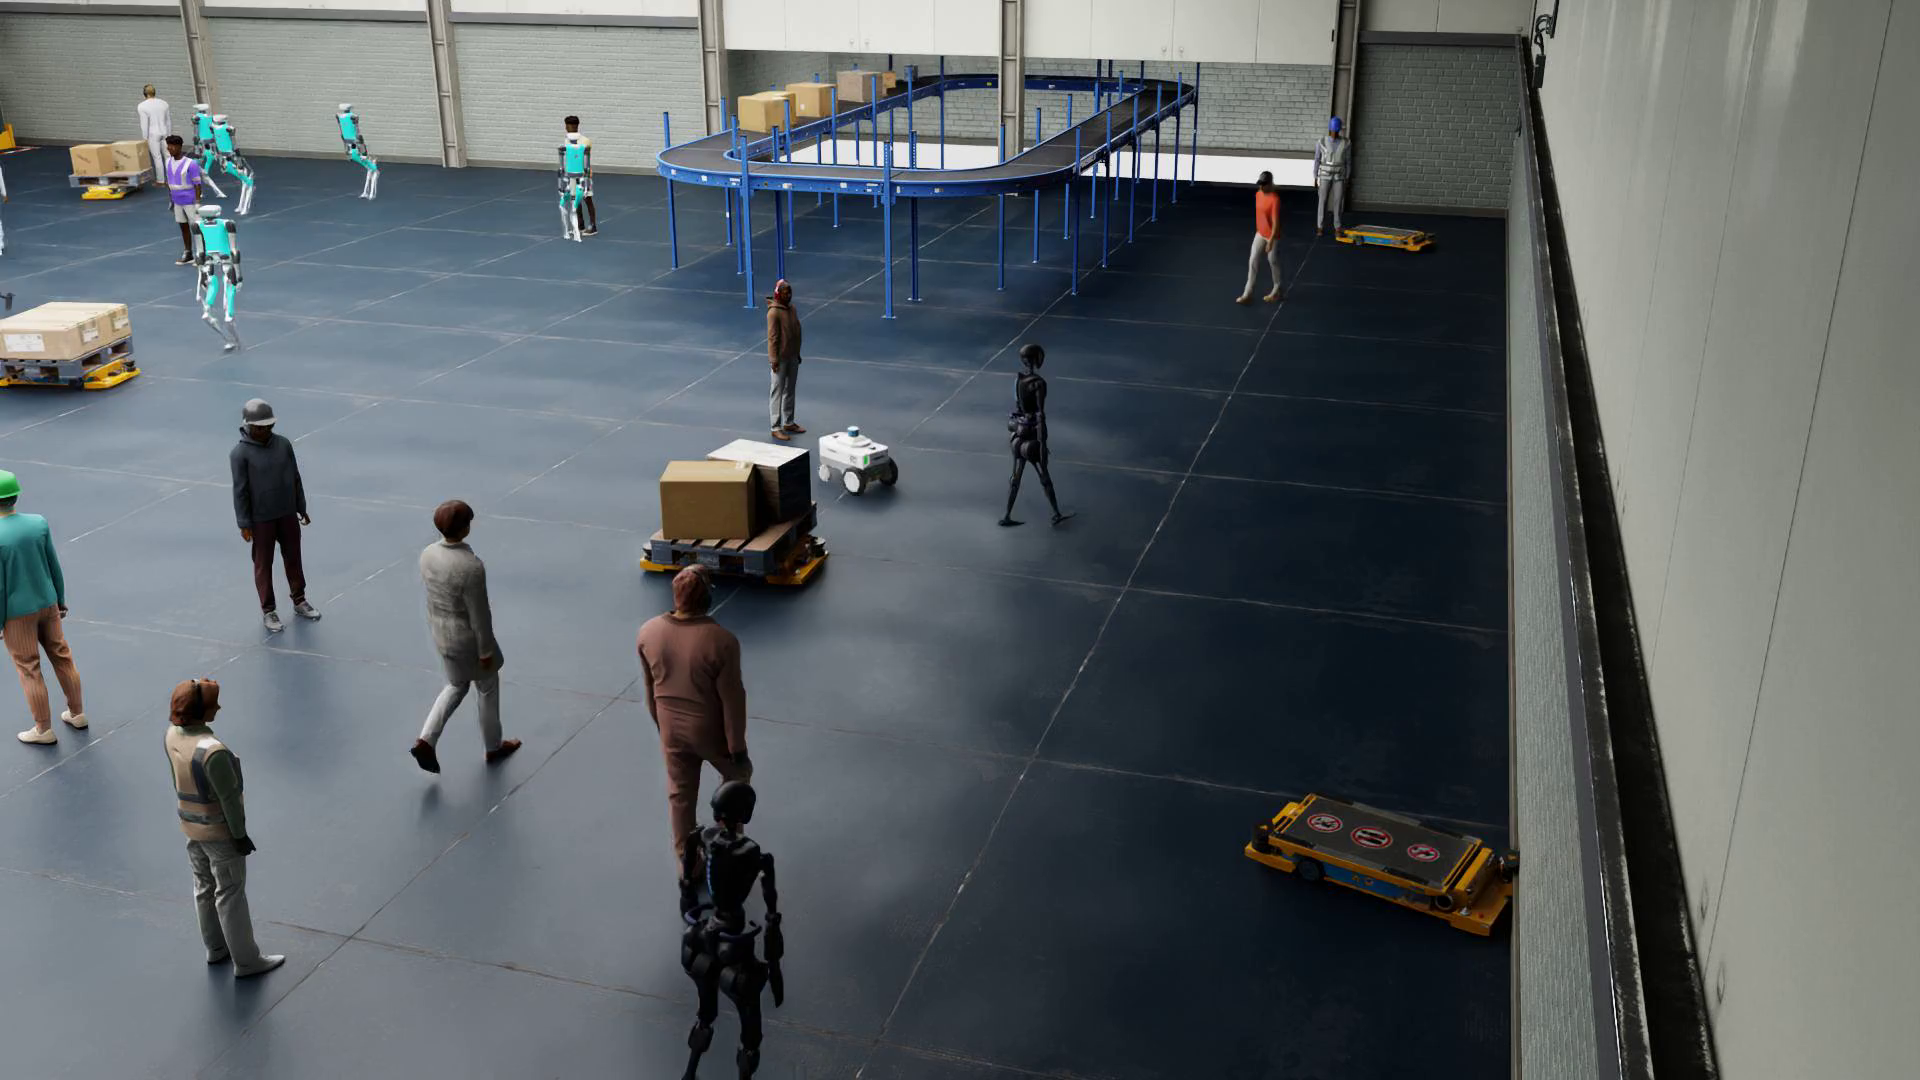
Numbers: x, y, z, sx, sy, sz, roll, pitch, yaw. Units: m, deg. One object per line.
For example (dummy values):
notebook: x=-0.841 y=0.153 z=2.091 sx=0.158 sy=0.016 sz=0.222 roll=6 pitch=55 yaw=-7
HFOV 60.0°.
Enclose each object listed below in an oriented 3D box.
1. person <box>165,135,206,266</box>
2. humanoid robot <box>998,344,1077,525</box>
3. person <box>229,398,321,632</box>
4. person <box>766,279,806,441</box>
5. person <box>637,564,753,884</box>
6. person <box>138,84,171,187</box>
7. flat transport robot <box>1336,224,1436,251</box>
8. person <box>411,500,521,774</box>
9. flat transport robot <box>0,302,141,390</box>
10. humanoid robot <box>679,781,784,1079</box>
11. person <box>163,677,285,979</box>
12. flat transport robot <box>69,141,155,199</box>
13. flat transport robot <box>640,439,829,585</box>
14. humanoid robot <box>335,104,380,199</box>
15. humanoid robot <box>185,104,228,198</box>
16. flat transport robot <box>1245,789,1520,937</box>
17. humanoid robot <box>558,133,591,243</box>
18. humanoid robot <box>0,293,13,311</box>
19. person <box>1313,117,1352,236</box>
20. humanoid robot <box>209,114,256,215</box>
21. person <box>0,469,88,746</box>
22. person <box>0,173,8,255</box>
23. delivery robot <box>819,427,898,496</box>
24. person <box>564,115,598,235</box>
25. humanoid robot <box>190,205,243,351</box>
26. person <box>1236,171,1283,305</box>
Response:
person: x=-11.711 y=-5.129 z=25.123 sx=0.600 sy=1.966 sz=0.369 roll=8 pitch=23 yaw=20
humanoid robot: x=0.659 y=-0.935 z=14.679 sx=0.672 sy=1.637 sz=0.584 roll=-8 pitch=23 yaw=-21
person: x=-5.200 y=-0.205 z=12.575 sx=0.381 sy=1.806 sz=0.551 roll=17 pitch=27 yaw=37
person: x=-1.813 y=-1.865 z=17.087 sx=0.315 sy=1.651 sz=0.471 roll=12 pitch=24 yaw=28
person: x=-1.420 y=1.009 z=9.305 sx=0.677 sy=1.885 sz=0.624 roll=8 pitch=22 yaw=20
person: x=-15.480 y=-7.788 z=32.060 sx=0.373 sy=1.940 sz=0.630 roll=12 pitch=24 yaw=28
flat transport robot: x=6.864 y=-4.868 z=26.804 sx=1.431 sy=0.231 sz=0.659 roll=15 pitch=26 yaw=34
person: x=-3.154 y=0.629 z=10.411 sx=0.514 sy=1.810 sz=0.698 roll=12 pitch=24 yaw=28
flat transport robot: x=-10.319 y=-1.934 z=19.194 sx=1.431 sy=0.231 sz=0.659 roll=2 pitch=21 yaw=5
humanoid robot: x=-1.074 y=1.841 z=7.448 sx=0.602 sy=1.639 sz=0.405 roll=13 pitch=25 yaw=30
person: x=-3.794 y=1.465 z=8.470 sx=0.513 sy=1.638 sz=0.310 roll=15 pitch=26 yaw=34
flat transport robot: x=-15.999 y=-6.658 z=31.446 sx=0.659 sy=0.231 sz=1.431 roll=-3 pitch=21 yaw=-7
flat transport robot: x=-1.875 y=0.116 z=13.877 sx=1.431 sy=0.231 sz=0.659 roll=6 pitch=22 yaw=14
humanoid robot: x=-11.051 y=-7.202 z=30.746 sx=0.536 sy=1.735 sz=0.733 roll=12 pitch=24 yaw=29
humanoid robot: x=-14.063 y=-7.155 z=30.725 sx=0.894 sy=1.778 sz=0.551 roll=8 pitch=22 yaw=19
flat transport robot: x=2.420 y=1.811 z=9.480 sx=1.431 sy=0.231 sz=0.659 roll=14 pitch=25 yaw=32
humanoid robot: x=-6.339 y=-5.760 z=27.113 sx=0.570 sy=1.772 sz=0.866 roll=-12 pitch=24 yaw=-29
humanoid robot: x=-13.089 y=-3.814 z=22.128 sx=0.615 sy=1.632 sz=0.561 roll=15 pitch=26 yaw=34
person: x=6.117 y=-5.975 z=27.367 sx=0.615 sy=1.935 sz=0.414 roll=1 pitch=21 yaw=3
humanoid robot: x=-12.715 y=-6.636 z=29.312 sx=0.534 sy=1.753 sz=0.728 roll=10 pitch=23 yaw=24
person: x=-6.076 y=0.434 z=10.822 sx=0.360 sy=1.872 sz=0.528 roll=10 pitch=23 yaw=25
person: x=-15.296 y=-5.432 z=26.005 sx=0.620 sy=1.891 sz=0.728 roll=-18 pitch=27 yaw=-39
delivery robot: x=-1.003 y=-0.786 z=15.785 sx=0.747 sy=0.570 sz=0.499 roll=20 pitch=29 yaw=41
person: x=-6.294 y=-6.022 z=27.464 sx=0.599 sy=1.955 sz=0.376 roll=15 pitch=26 yaw=34
humanoid robot: x=-9.095 y=-3.107 z=20.336 sx=0.548 sy=1.875 sz=0.731 roll=-1 pitch=21 yaw=-3
person: x=4.160 y=-4.109 z=22.650 sx=0.967 sy=1.834 sz=0.486 roll=-16 pitch=26 yaw=-35
